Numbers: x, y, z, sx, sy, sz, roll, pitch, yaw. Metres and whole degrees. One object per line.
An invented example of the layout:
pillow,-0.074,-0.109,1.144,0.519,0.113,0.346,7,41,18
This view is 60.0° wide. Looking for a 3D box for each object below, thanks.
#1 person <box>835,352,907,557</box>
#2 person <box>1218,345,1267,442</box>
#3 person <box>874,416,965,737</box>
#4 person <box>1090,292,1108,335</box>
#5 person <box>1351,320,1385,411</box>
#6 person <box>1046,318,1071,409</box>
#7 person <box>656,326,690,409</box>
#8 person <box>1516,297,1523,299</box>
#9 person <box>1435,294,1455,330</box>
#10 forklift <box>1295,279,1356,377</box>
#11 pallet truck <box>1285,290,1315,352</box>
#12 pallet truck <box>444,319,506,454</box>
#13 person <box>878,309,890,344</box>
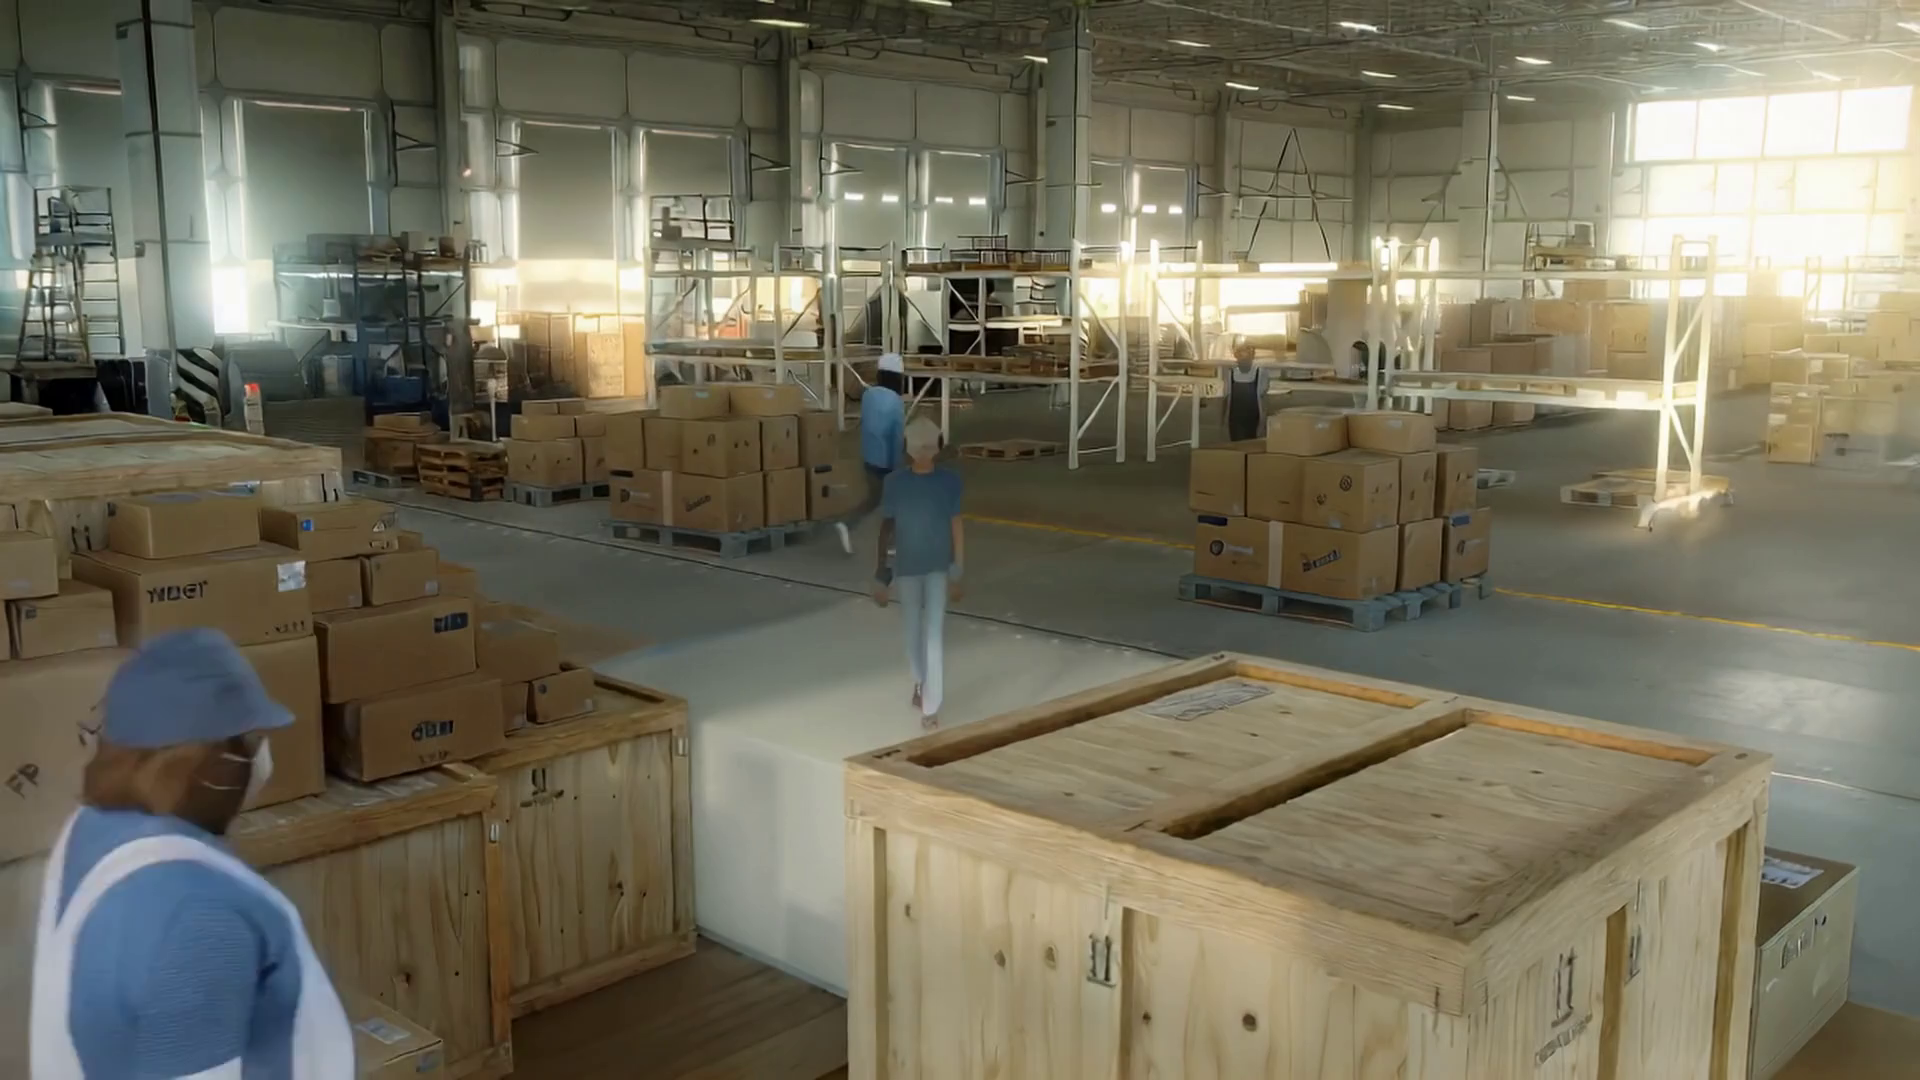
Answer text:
person,-0.763,-0.764,15.201,0.695,1.903,0.604,-7,12,-37
person,3.250,-1.340,19.056,0.519,1.813,0.931,4,10,21
person,-0.233,0.177,9.737,0.531,1.830,1.001,0,9,0
person,4.307,-6.705,51.570,0.544,1.930,0.388,0,9,1
person,5.965,-2.247,24.261,0.591,1.919,0.390,-3,10,-16
person,1.871,-3.342,31.550,0.482,1.735,0.346,-2,9,-11
person,-5.143,-3.036,29.929,0.523,1.648,0.900,7,12,38
person,14.397,-5.310,42.984,0.549,1.936,0.376,6,11,32
person,14.698,-6.511,50.505,0.663,1.875,1.047,0,9,3
forklift,9.386,-5.479,41.136,1.873,2.768,1.129,9,13,43
pallet truck,11.297,-6.951,52.861,1.885,1.965,0.823,-5,11,-29
pallet truck,-6.981,-1.942,22.150,1.885,1.965,0.823,1,9,9
person,-2.013,-5.351,44.184,0.323,1.631,0.523,1,9,5
